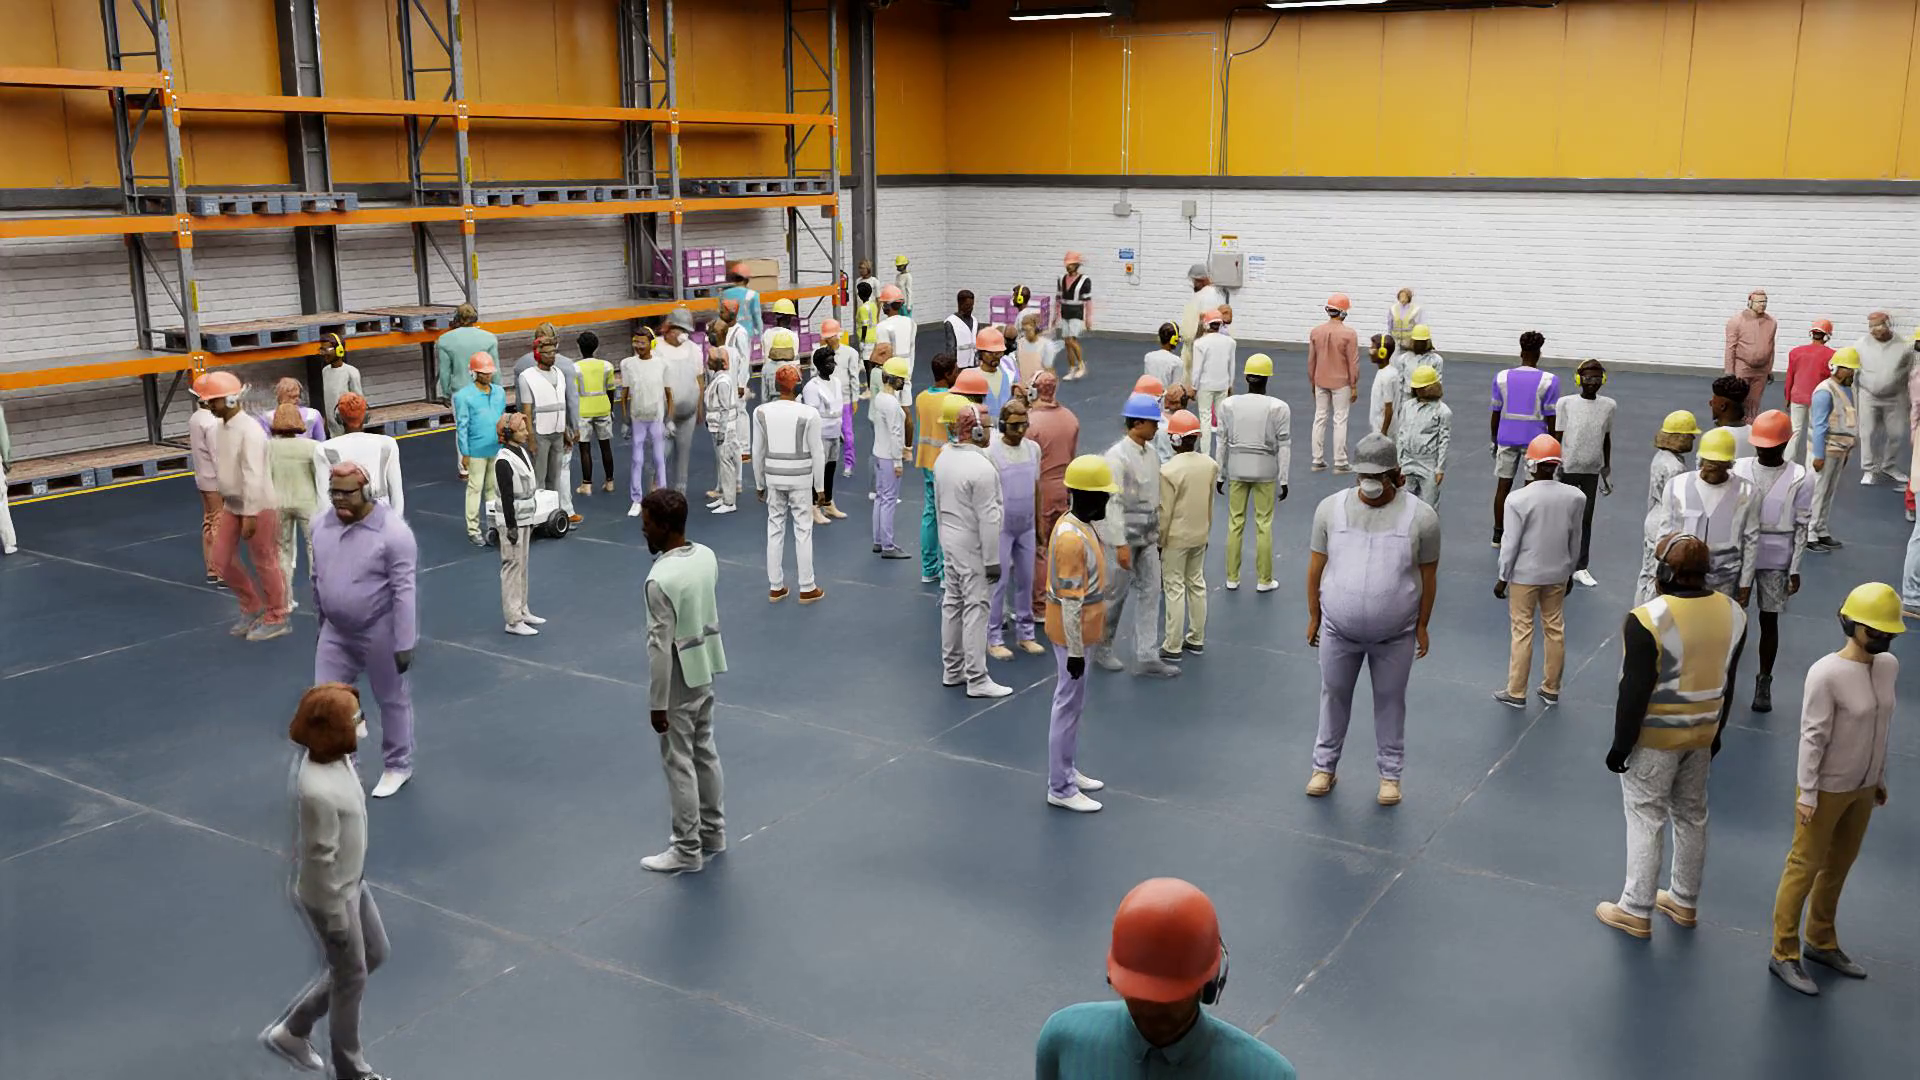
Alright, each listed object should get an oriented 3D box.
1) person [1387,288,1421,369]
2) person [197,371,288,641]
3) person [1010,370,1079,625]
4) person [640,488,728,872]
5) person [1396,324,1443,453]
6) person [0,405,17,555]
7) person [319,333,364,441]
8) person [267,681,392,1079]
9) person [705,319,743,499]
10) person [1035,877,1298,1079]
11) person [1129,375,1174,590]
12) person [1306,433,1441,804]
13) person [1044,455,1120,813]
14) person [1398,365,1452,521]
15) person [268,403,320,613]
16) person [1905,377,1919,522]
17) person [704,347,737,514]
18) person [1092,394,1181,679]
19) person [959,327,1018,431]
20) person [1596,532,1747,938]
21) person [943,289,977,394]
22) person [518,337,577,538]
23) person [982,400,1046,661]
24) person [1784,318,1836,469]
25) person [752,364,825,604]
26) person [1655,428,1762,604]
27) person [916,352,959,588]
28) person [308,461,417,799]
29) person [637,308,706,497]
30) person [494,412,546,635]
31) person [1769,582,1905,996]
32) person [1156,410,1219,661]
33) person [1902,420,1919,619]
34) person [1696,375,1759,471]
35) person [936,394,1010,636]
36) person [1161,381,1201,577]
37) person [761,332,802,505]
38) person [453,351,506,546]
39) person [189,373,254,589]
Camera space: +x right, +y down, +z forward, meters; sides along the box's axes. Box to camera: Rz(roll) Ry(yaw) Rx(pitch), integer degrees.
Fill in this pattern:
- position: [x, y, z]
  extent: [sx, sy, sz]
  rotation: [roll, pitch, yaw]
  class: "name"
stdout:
- position: [6.472, -2.875, 24.252]
  extent: [0.516, 1.595, 0.831]
  rotation: [7, 15, 29]
  class: "person"
- position: [-5.156, -0.229, 11.967]
  extent: [0.633, 1.970, 0.499]
  rotation: [9, 16, 34]
  class: "person"
- position: [0.602, -0.322, 12.496]
  extent: [0.403, 1.906, 0.651]
  rotation: [11, 17, 40]
  class: "person"
- position: [-1.353, 0.686, 8.131]
  extent: [0.396, 1.911, 0.588]
  rotation: [4, 13, 15]
  class: "person"
- position: [4.862, -1.429, 17.689]
  extent: [0.482, 1.734, 0.342]
  rotation: [3, 13, 13]
  class: "person"
- position: [-8.559, -0.649, 14.496]
  extent: [0.515, 1.641, 0.314]
  rotation: [-9, 16, -34]
  class: "person"
- position: [-5.775, -1.008, 15.558]
  extent: [0.535, 1.868, 0.309]
  rotation: [8, 15, 31]
  class: "person"
- position: [-2.308, 1.295, 6.094]
  extent: [0.414, 1.623, 0.517]
  rotation: [-3, 13, -14]
  class: "person"
- position: [-2.436, -1.338, 17.036]
  extent: [0.329, 1.844, 0.515]
  rotation: [6, 14, 23]
  class: "person"
- position: [0.420, 1.669, 3.670]
  extent: [0.611, 1.994, 0.379]
  rotation: [4, 14, 18]
  class: "person"
- position: [1.503, -0.454, 13.399]
  extent: [0.329, 1.753, 0.560]
  rotation: [-5, 14, -19]
  class: "person"
- position: [2.198, 0.426, 8.960]
  extent: [0.688, 2.000, 0.536]
  rotation: [5, 14, 20]
  class: "person"
- position: [0.650, 0.488, 8.938]
  extent: [0.384, 1.925, 0.593]
  rotation: [2, 13, 7]
  class: "person"
- position: [3.925, -0.627, 14.196]
  extent: [0.305, 1.736, 0.484]
  rotation: [-11, 17, -39]
  class: "person"
- position: [-5.098, -0.238, 12.760]
  extent: [0.507, 1.628, 0.278]
  rotation: [-1, 13, -5]
  class: "person"
- position: [9.371, -1.035, 15.897]
  extent: [0.532, 1.767, 0.325]
  rotation: [1, 13, 6]
  class: "person"
- position: [-2.354, -1.085, 16.381]
  extent: [0.308, 1.645, 0.516]
  rotation: [-3, 13, -15]
  class: "person"
- position: [1.150, -0.017, 11.174]
  extent: [0.673, 1.907, 0.668]
  rotation: [12, 17, 42]
  class: "person"
- position: [0.253, -0.808, 14.306]
  extent: [0.607, 2.044, 0.372]
  rotation: [-8, 15, -31]
  class: "person"
- position: [3.166, 0.871, 7.466]
  extent: [0.633, 1.841, 0.429]
  rotation: [-5, 14, -21]
  class: "person"
- position: [0.021, -2.044, 19.948]
  extent: [0.393, 1.915, 0.591]
  rotation: [8, 15, 31]
  class: "person"
- position: [-3.835, -0.963, 15.407]
  extent: [0.389, 1.847, 0.563]
  rotation: [6, 14, 25]
  class: "person"
- position: [0.358, -0.070, 11.572]
  extent: [0.522, 1.833, 0.339]
  rotation: [-8, 15, -31]
  class: "person"
- position: [9.323, -1.550, 18.190]
  extent: [0.573, 1.740, 0.349]
  rotation: [12, 17, 41]
  class: "person"
- position: [-1.333, -0.435, 13.036]
  extent: [0.584, 1.882, 0.337]
  rotation: [4, 14, 16]
  class: "person"
- position: [4.671, 0.194, 10.441]
  extent: [0.593, 1.824, 0.403]
  rotation: [6, 14, 26]
  class: "person"
- position: [-0.144, -0.556, 13.539]
  extent: [0.391, 1.895, 0.593]
  rotation: [-9, 16, -35]
  class: "person"
- position: [-3.235, 0.519, 8.884]
  extent: [0.687, 1.880, 0.719]
  rotation: [3, 13, 13]
  class: "person"
- position: [-2.856, -1.340, 16.620]
  extent: [0.709, 2.000, 0.544]
  rotation: [-6, 14, -25]
  class: "person"
- position: [-3.260, -0.125, 12.227]
  extent: [0.307, 1.640, 0.520]
  rotation: [0, 13, -2]
  class: "person"
- position: [3.705, 1.028, 6.955]
  extent: [0.532, 1.765, 0.328]
  rotation: [-7, 15, -27]
  class: "person"
- position: [1.537, -0.033, 11.579]
  extent: [0.563, 1.752, 0.328]
  rotation: [-11, 17, -40]
  class: "person"
- position: [7.419, -0.397, 12.627]
  extent: [0.378, 1.995, 0.609]
  rotation: [8, 15, 32]
  class: "person"
- position: [5.379, -0.188, 11.784]
  extent: [0.610, 1.965, 0.364]
  rotation: [-10, 16, -37]
  class: "person"
- position: [0.099, -0.208, 12.309]
  extent: [0.657, 1.766, 0.877]
  rotation: [-11, 17, -39]
  class: "person"
- position: [1.796, -0.496, 13.837]
  extent: [0.308, 1.641, 0.511]
  rotation: [-11, 17, -40]
  class: "person"
- position: [-1.772, -1.224, 16.766]
  extent: [0.493, 1.743, 0.301]
  rotation: [10, 16, 36]
  class: "person"
- position: [-4.284, -0.835, 15.055]
  extent: [0.342, 1.750, 0.568]
  rotation: [8, 15, 32]
  class: "person"
- position: [-6.035, -0.482, 13.525]
  extent: [0.324, 1.752, 0.560]
  rotation: [-11, 17, -38]
  class: "person"
